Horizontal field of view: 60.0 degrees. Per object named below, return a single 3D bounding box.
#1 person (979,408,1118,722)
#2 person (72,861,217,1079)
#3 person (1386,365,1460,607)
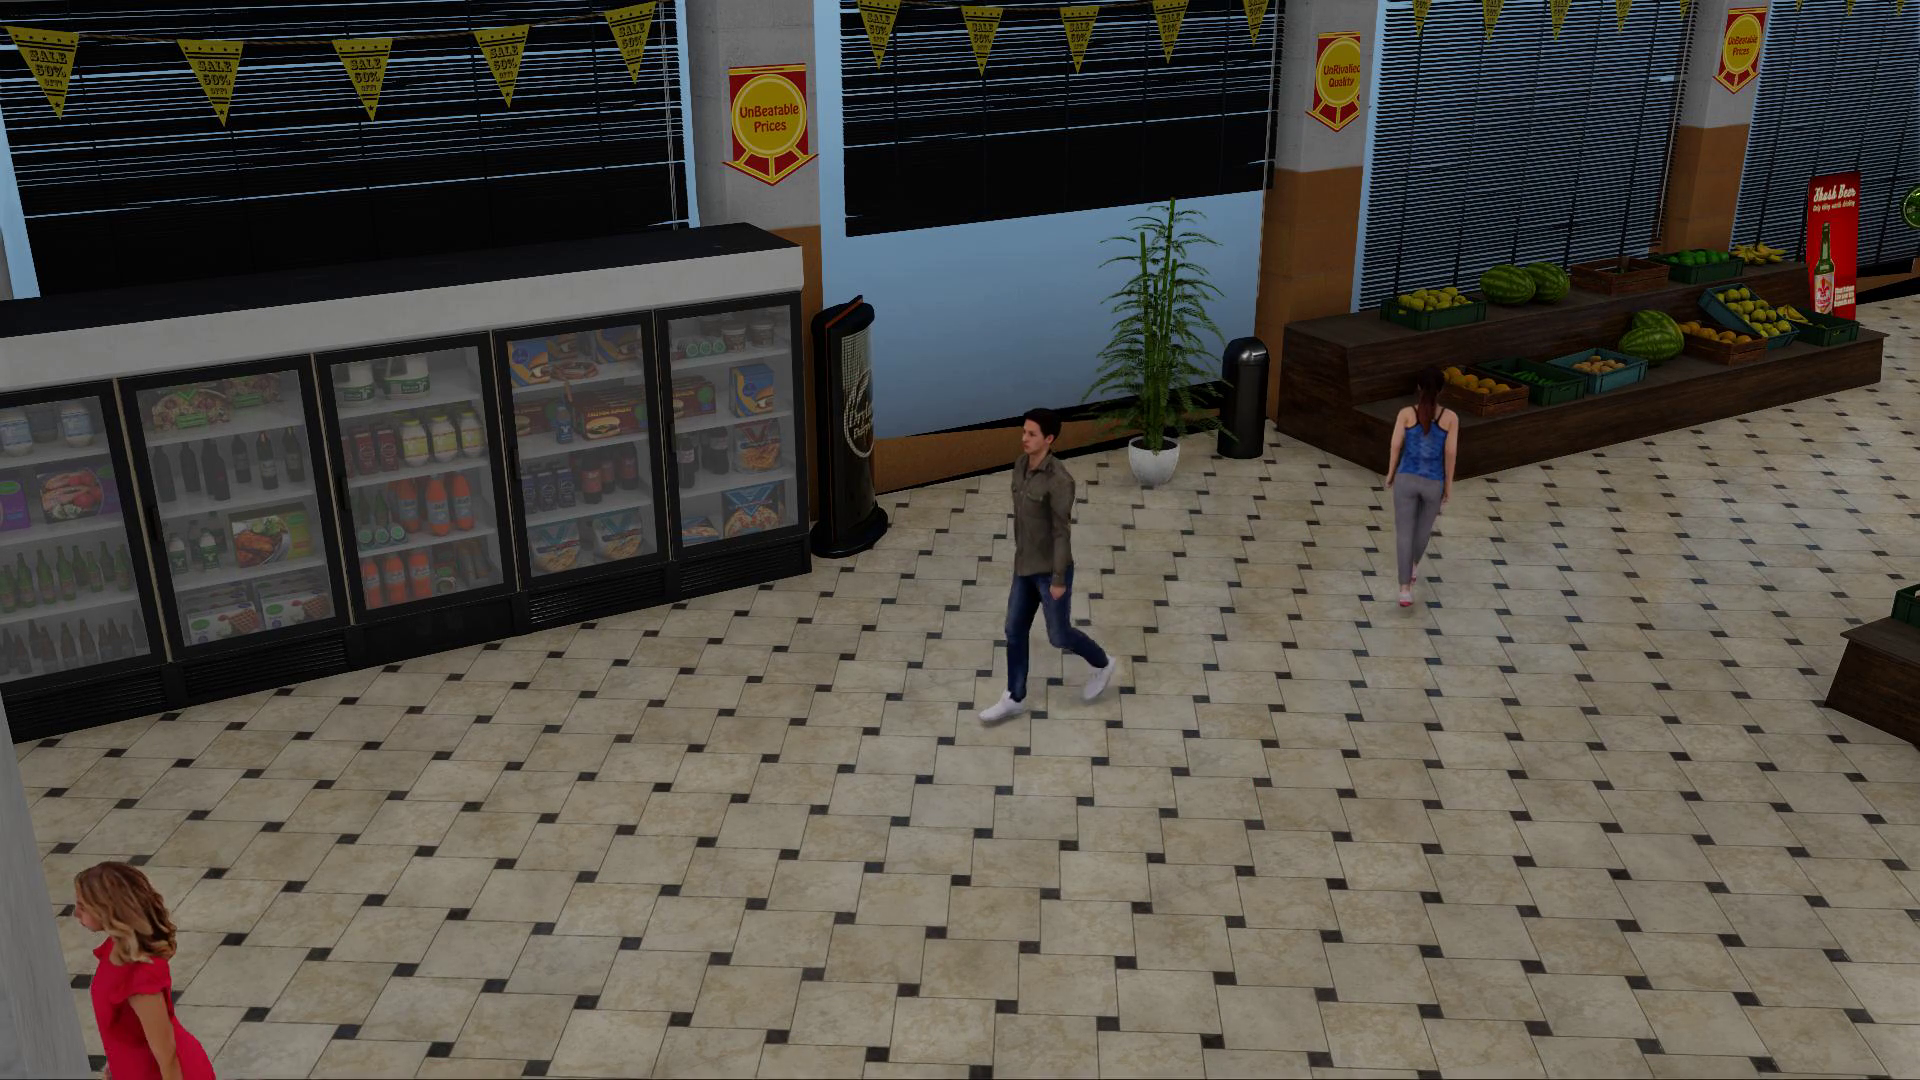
[{"bbox_3d":[0.552,0.135,9.381,1.121,1.841,0.716,-14,26,-30],"label":"person"},{"bbox_3d":[-2.512,1.781,5.469,0.895,1.704,0.611,-11,24,-26],"label":"person"},{"bbox_3d":[3.001,-0.325,10.885,1.028,1.573,1.052,5,22,12],"label":"person"}]
